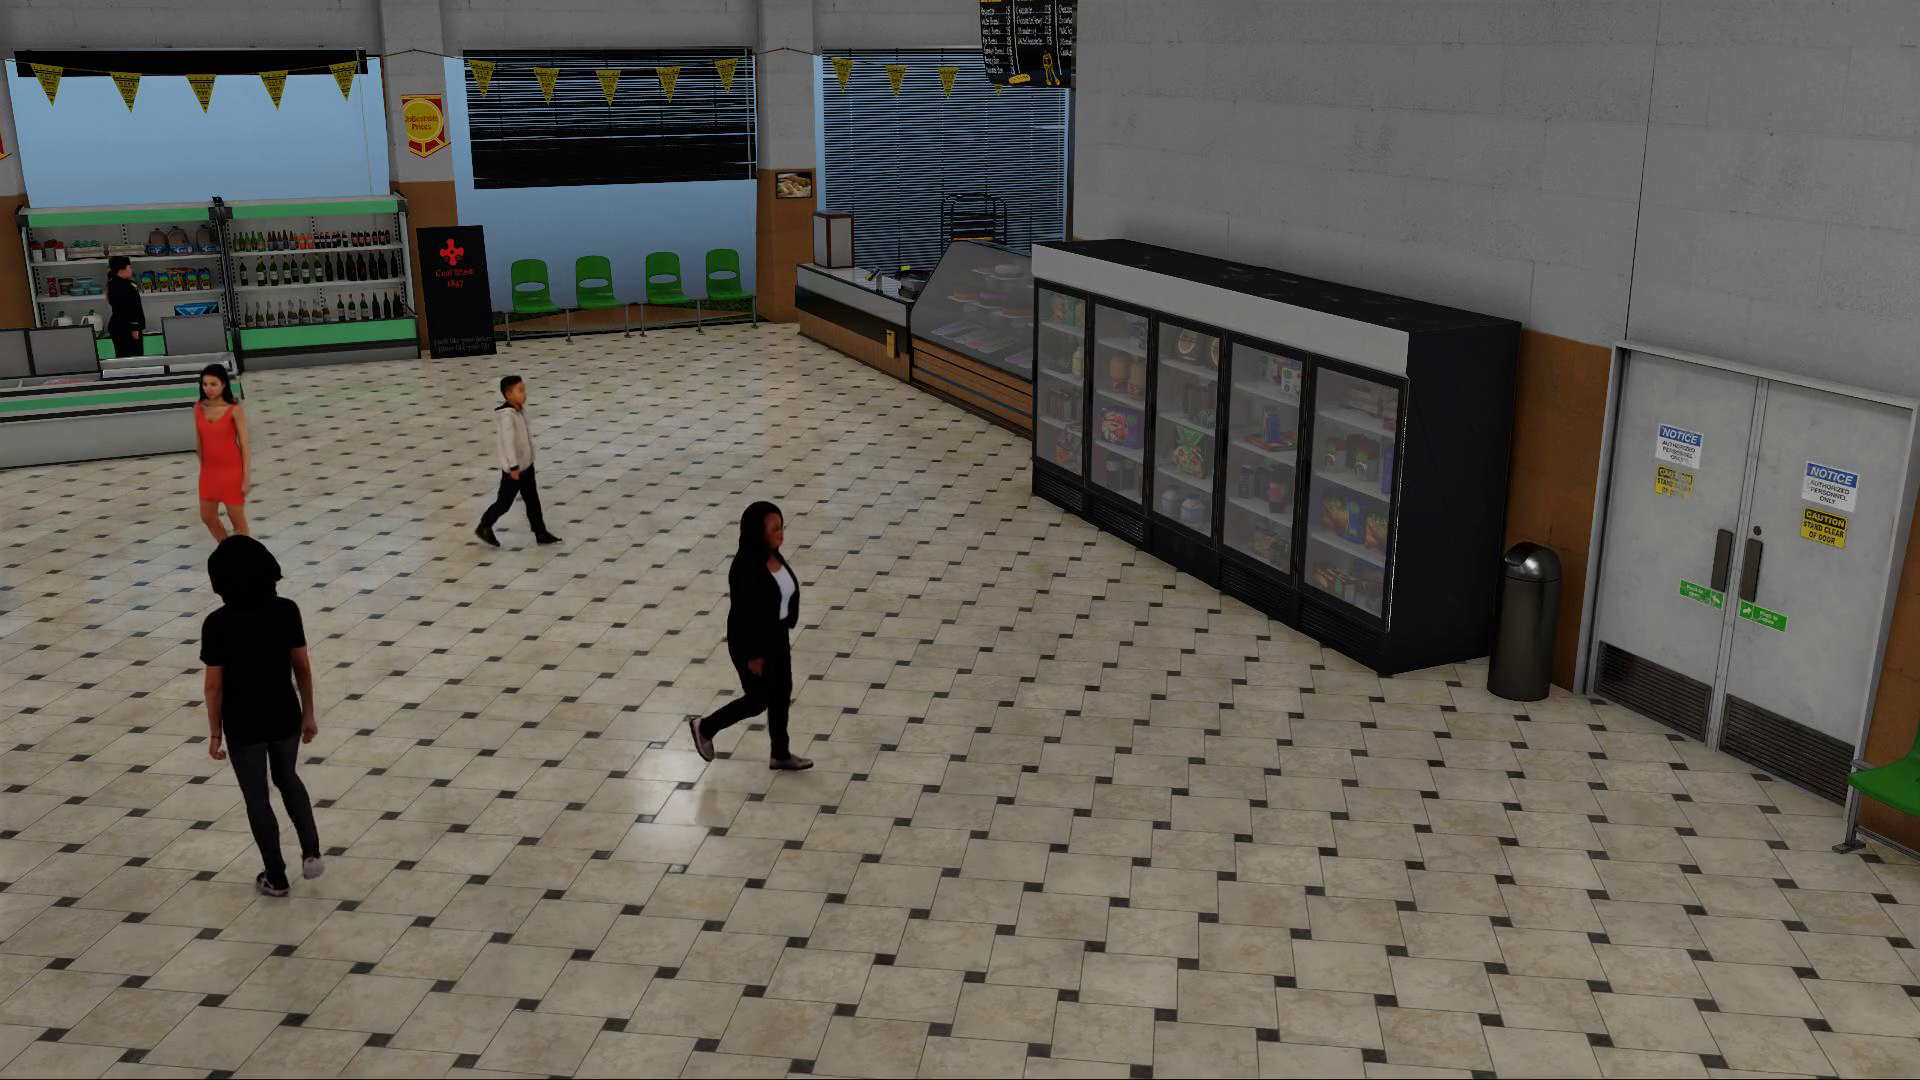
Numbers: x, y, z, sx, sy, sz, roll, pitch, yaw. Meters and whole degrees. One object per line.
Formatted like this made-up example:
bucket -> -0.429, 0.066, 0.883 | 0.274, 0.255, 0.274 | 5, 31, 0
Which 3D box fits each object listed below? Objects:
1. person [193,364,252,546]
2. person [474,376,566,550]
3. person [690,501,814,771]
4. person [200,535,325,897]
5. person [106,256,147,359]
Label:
person -> -5.630, -0.531, 12.837 | 0.663, 1.703, 0.767 | 2, 17, 7
person -> -3.693, -0.620, 13.580 | 1.060, 1.442, 0.900 | 2, 17, 7
person -> -1.207, 0.577, 9.374 | 1.054, 1.595, 0.954 | 3, 17, 11
person -> -3.317, 0.882, 7.981 | 0.750, 1.820, 0.812 | -16, 23, -42
person -> -9.576, -2.418, 19.104 | 0.679, 1.671, 0.730 | -12, 21, -34
